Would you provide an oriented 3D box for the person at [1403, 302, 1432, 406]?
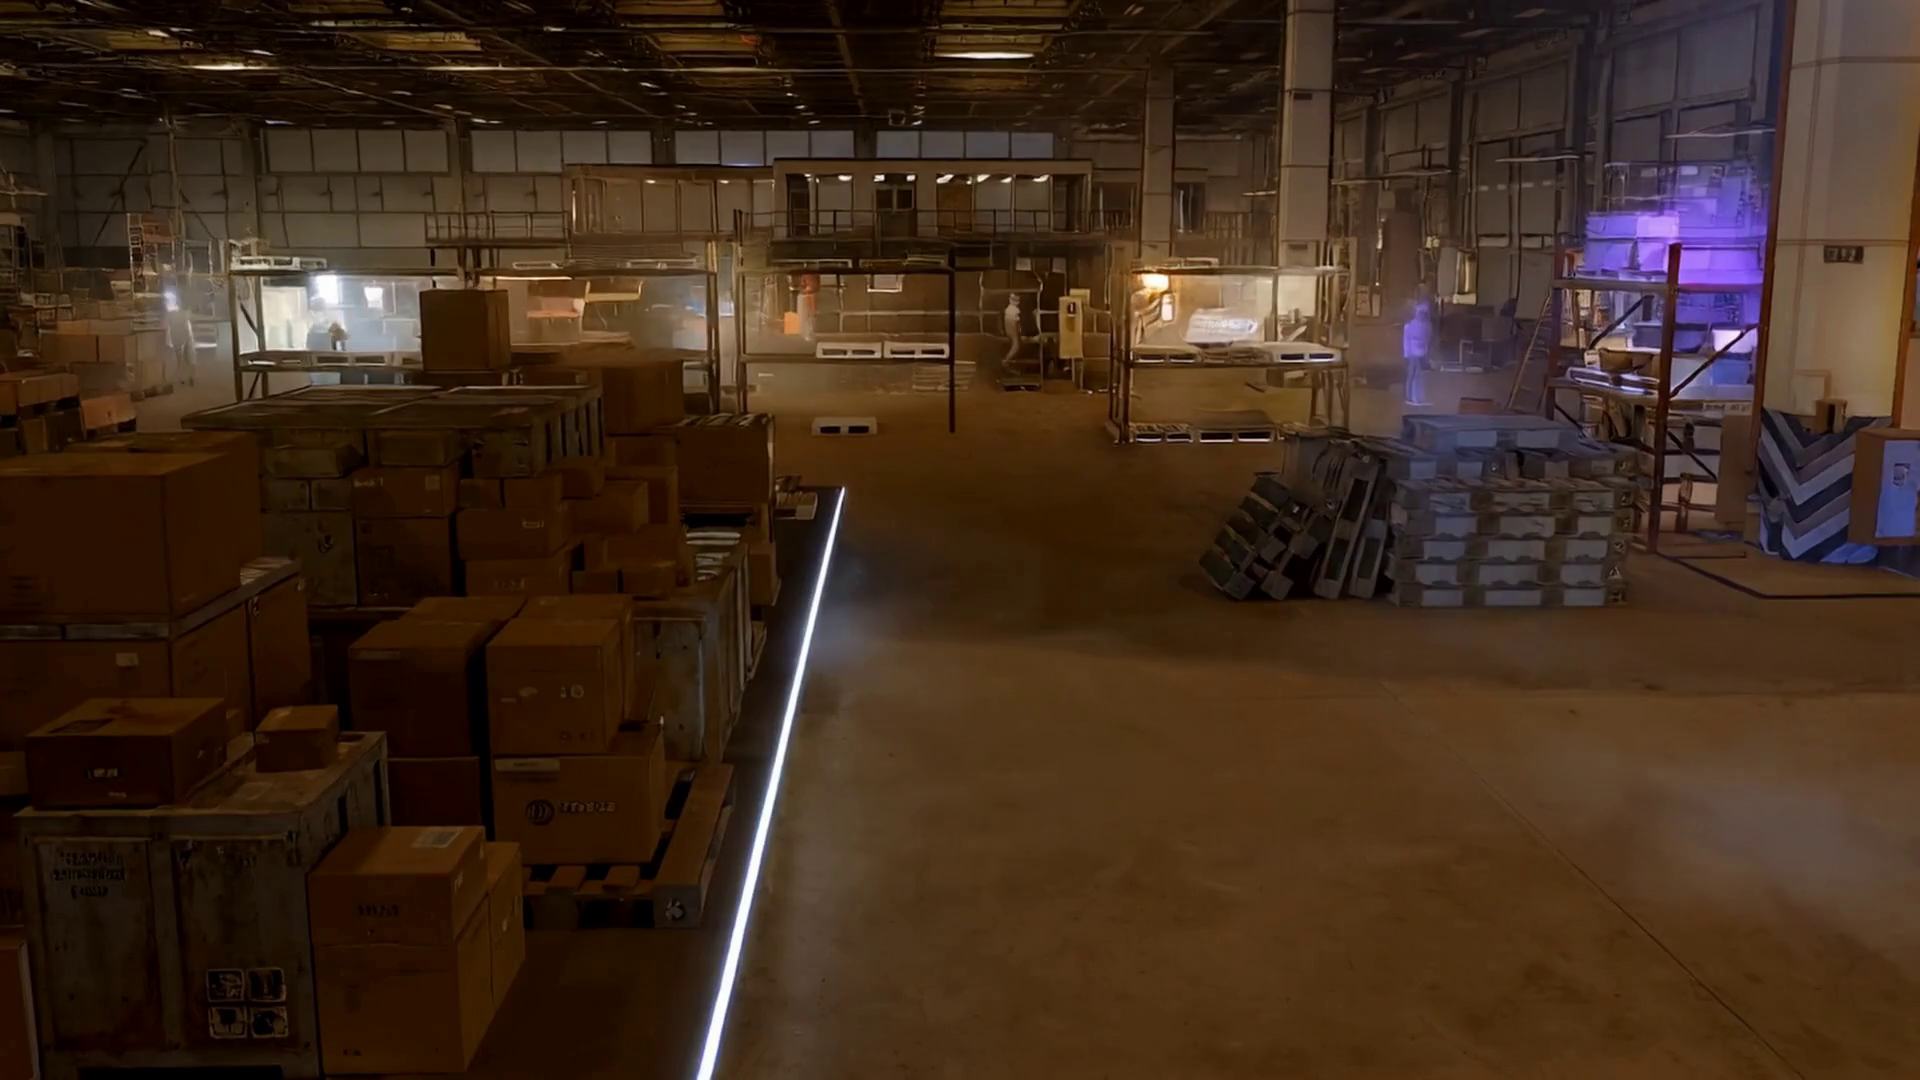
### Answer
[{"bbox_3d":[8.476,-3.436,30.777,0.369,1.927,0.588,-8,13,-39],"label":"person"}]

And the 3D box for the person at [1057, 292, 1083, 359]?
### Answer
[{"bbox_3d":[2.439,-4.508,36.741,0.625,1.927,0.507,-4,11,-23],"label":"person"}]

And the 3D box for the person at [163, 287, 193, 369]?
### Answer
[{"bbox_3d":[-18.758,-5.077,39.849,0.613,1.948,0.522,1,10,7],"label":"person"}]

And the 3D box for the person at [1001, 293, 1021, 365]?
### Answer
[{"bbox_3d":[1.176,-4.753,38.347,0.636,1.854,0.515,-10,14,-43],"label":"person"}]

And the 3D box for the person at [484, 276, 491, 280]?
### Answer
[{"bbox_3d":[-19.903,-10.445,70.195,0.532,1.809,0.949,2,10,12],"label":"person"}]

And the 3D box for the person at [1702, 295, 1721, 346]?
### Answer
[{"bbox_3d":[15.908,-4.240,35.256,0.366,1.926,0.592,10,14,43],"label":"person"}]

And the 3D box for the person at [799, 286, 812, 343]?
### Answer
[{"bbox_3d":[-4.660,-6.816,50.198,0.340,1.715,0.526,-6,12,-31],"label":"person"}]

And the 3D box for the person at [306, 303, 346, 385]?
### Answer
[{"bbox_3d":[-10.666,-2.972,27.874,0.673,2.000,0.536,1,10,7],"label":"person"}]

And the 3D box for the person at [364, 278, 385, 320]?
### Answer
[{"bbox_3d":[-18.522,-7.341,52.668,0.601,1.892,0.876,-5,11,-24],"label":"person"}]

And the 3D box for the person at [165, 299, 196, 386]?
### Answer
[{"bbox_3d":[-16.440,-4.155,35.035,0.442,1.851,0.552,10,14,43],"label":"person"}]

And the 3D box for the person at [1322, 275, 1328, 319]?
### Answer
[{"bbox_3d":[14.097,-9.556,64.913,0.635,1.915,0.841,0,10,-2],"label":"person"}]

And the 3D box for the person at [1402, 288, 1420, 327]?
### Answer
[{"bbox_3d":[12.091,-5.865,44.653,0.623,1.816,0.889,-9,13,-41],"label":"person"}]

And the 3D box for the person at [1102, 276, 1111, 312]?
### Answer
[{"bbox_3d":[6.258,-10.590,70.752,0.346,1.882,0.578,-2,10,-13],"label":"person"}]

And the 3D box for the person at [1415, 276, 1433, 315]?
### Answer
[{"bbox_3d":[14.923,-7.544,53.676,0.628,1.932,1.047,2,10,9],"label":"person"}]

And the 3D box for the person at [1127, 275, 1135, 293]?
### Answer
[{"bbox_3d":[6.315,-8.914,61.277,0.376,1.934,0.546,3,11,14],"label":"person"}]

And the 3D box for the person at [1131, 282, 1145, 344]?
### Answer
[{"bbox_3d":[5.273,-6.783,49.701,0.431,1.835,0.623,8,13,38],"label":"person"}]

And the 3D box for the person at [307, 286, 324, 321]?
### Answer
[{"bbox_3d":[-18.994,-6.643,49.176,0.530,1.744,0.725,1,10,7],"label":"person"}]

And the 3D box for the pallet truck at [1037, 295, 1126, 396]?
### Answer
[{"bbox_3d":[2.483,-3.881,33.060,1.885,1.965,0.823,-7,13,-36],"label":"pallet truck"}]
